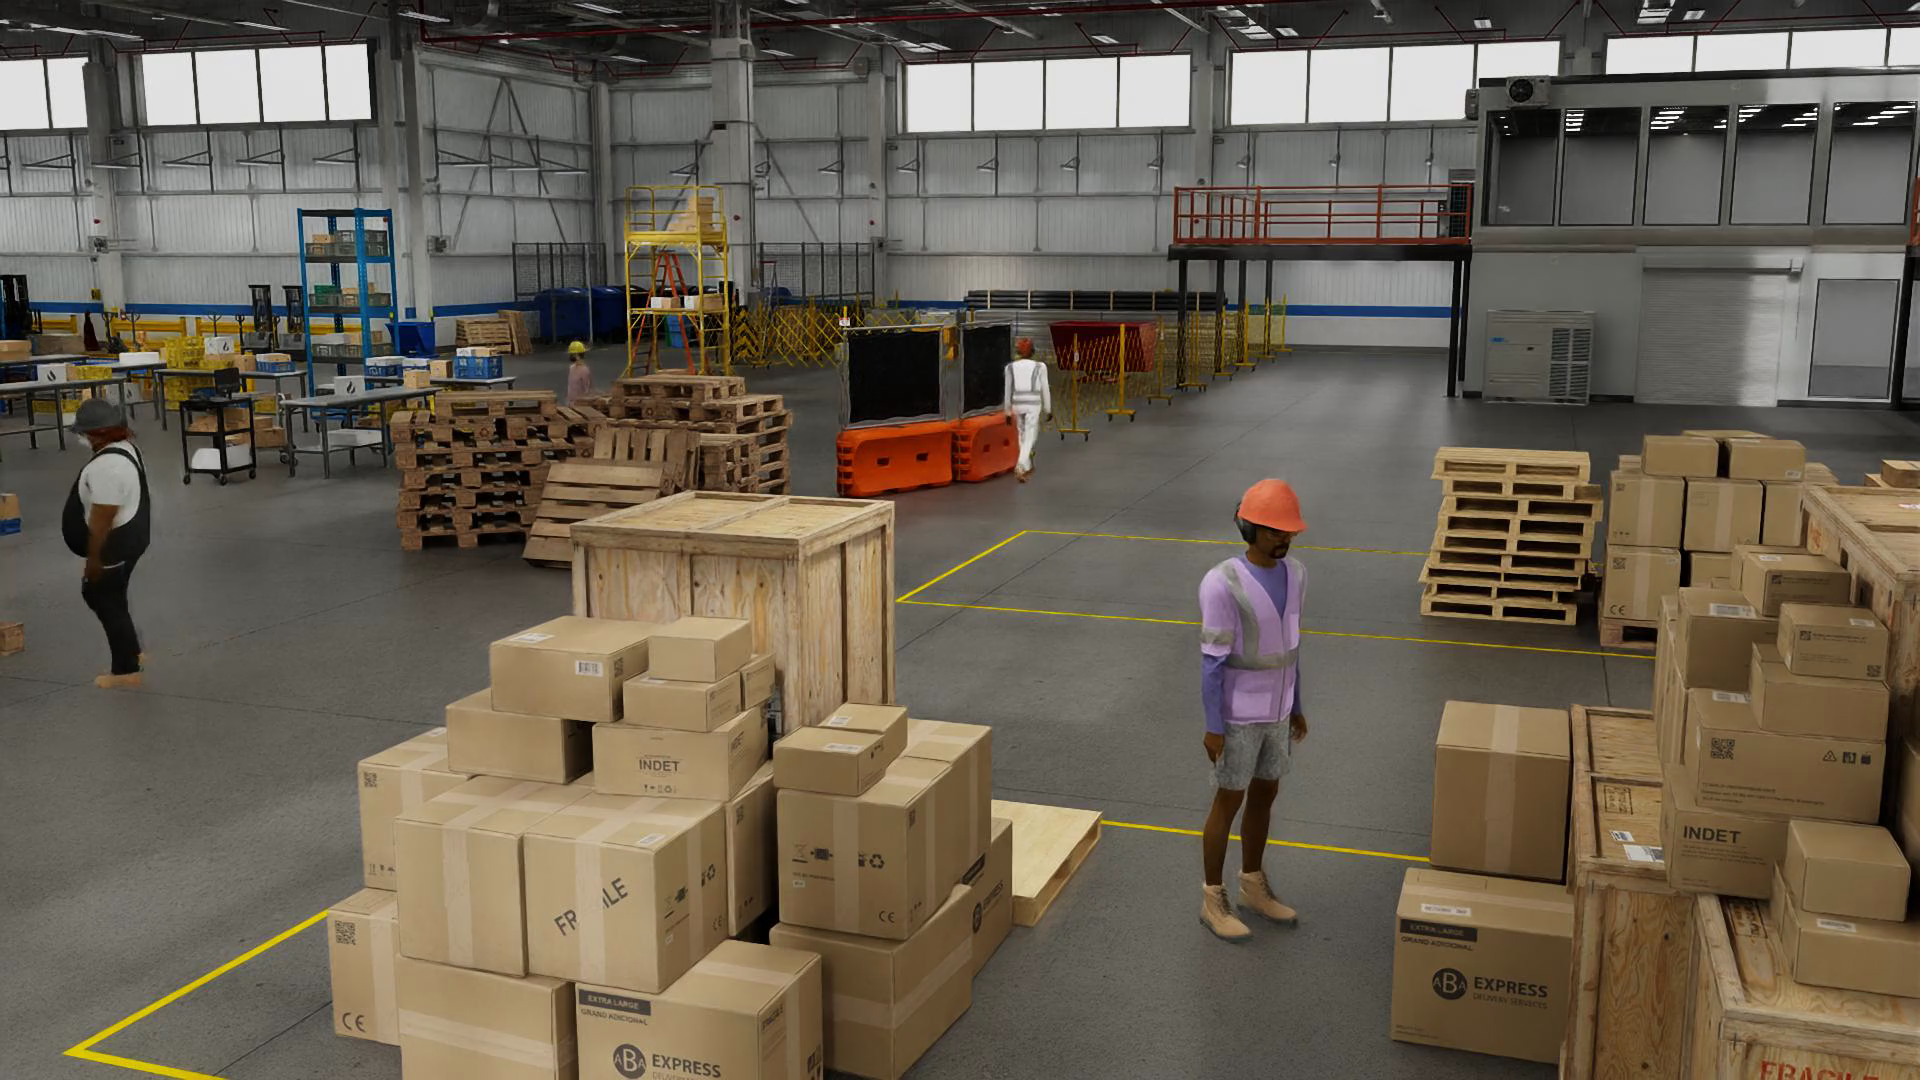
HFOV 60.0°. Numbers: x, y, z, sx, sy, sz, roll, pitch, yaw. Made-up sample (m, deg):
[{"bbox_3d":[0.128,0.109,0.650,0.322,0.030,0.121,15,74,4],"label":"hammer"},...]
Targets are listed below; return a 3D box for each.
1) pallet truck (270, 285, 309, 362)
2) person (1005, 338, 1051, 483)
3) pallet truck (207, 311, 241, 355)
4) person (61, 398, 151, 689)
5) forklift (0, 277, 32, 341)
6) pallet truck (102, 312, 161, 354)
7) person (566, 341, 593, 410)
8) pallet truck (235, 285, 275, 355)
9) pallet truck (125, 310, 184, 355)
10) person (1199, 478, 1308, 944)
[{"bbox_3d":[-17.147,-5.700,43.663,0.823,1.965,1.885,3,11,17],"label":"pallet truck"},{"bbox_3d":[0.835,-1.675,21.428,0.581,1.854,0.886,5,11,24],"label":"person"},{"bbox_3d":[-19.537,-5.575,44.913,0.653,1.274,1.630,3,11,19],"label":"pallet truck"},{"bbox_3d":[-5.826,0.014,11.362,0.539,2.000,0.709,-2,10,-13],"label":"person"},{"bbox_3d":[-27.151,-6.329,46.328,1.157,1.987,2.680,3,11,17],"label":"forklift"},{"bbox_3d":[-23.057,-5.777,46.261,0.680,1.201,1.601,3,11,19],"label":"pallet truck"},{"bbox_3d":[-5.141,-1.874,22.848,0.828,1.737,0.519,-6,12,-32],"label":"person"},{"bbox_3d":[-18.327,-5.835,44.421,0.823,1.965,1.885,4,11,23],"label":"pallet truck"},{"bbox_3d":[-22.038,-5.665,45.457,0.704,1.261,1.522,3,11,17],"label":"pallet truck"},{"bbox_3d":[1.316,0.739,7.280,0.615,2.038,0.395,-8,13,-38],"label":"person"}]
